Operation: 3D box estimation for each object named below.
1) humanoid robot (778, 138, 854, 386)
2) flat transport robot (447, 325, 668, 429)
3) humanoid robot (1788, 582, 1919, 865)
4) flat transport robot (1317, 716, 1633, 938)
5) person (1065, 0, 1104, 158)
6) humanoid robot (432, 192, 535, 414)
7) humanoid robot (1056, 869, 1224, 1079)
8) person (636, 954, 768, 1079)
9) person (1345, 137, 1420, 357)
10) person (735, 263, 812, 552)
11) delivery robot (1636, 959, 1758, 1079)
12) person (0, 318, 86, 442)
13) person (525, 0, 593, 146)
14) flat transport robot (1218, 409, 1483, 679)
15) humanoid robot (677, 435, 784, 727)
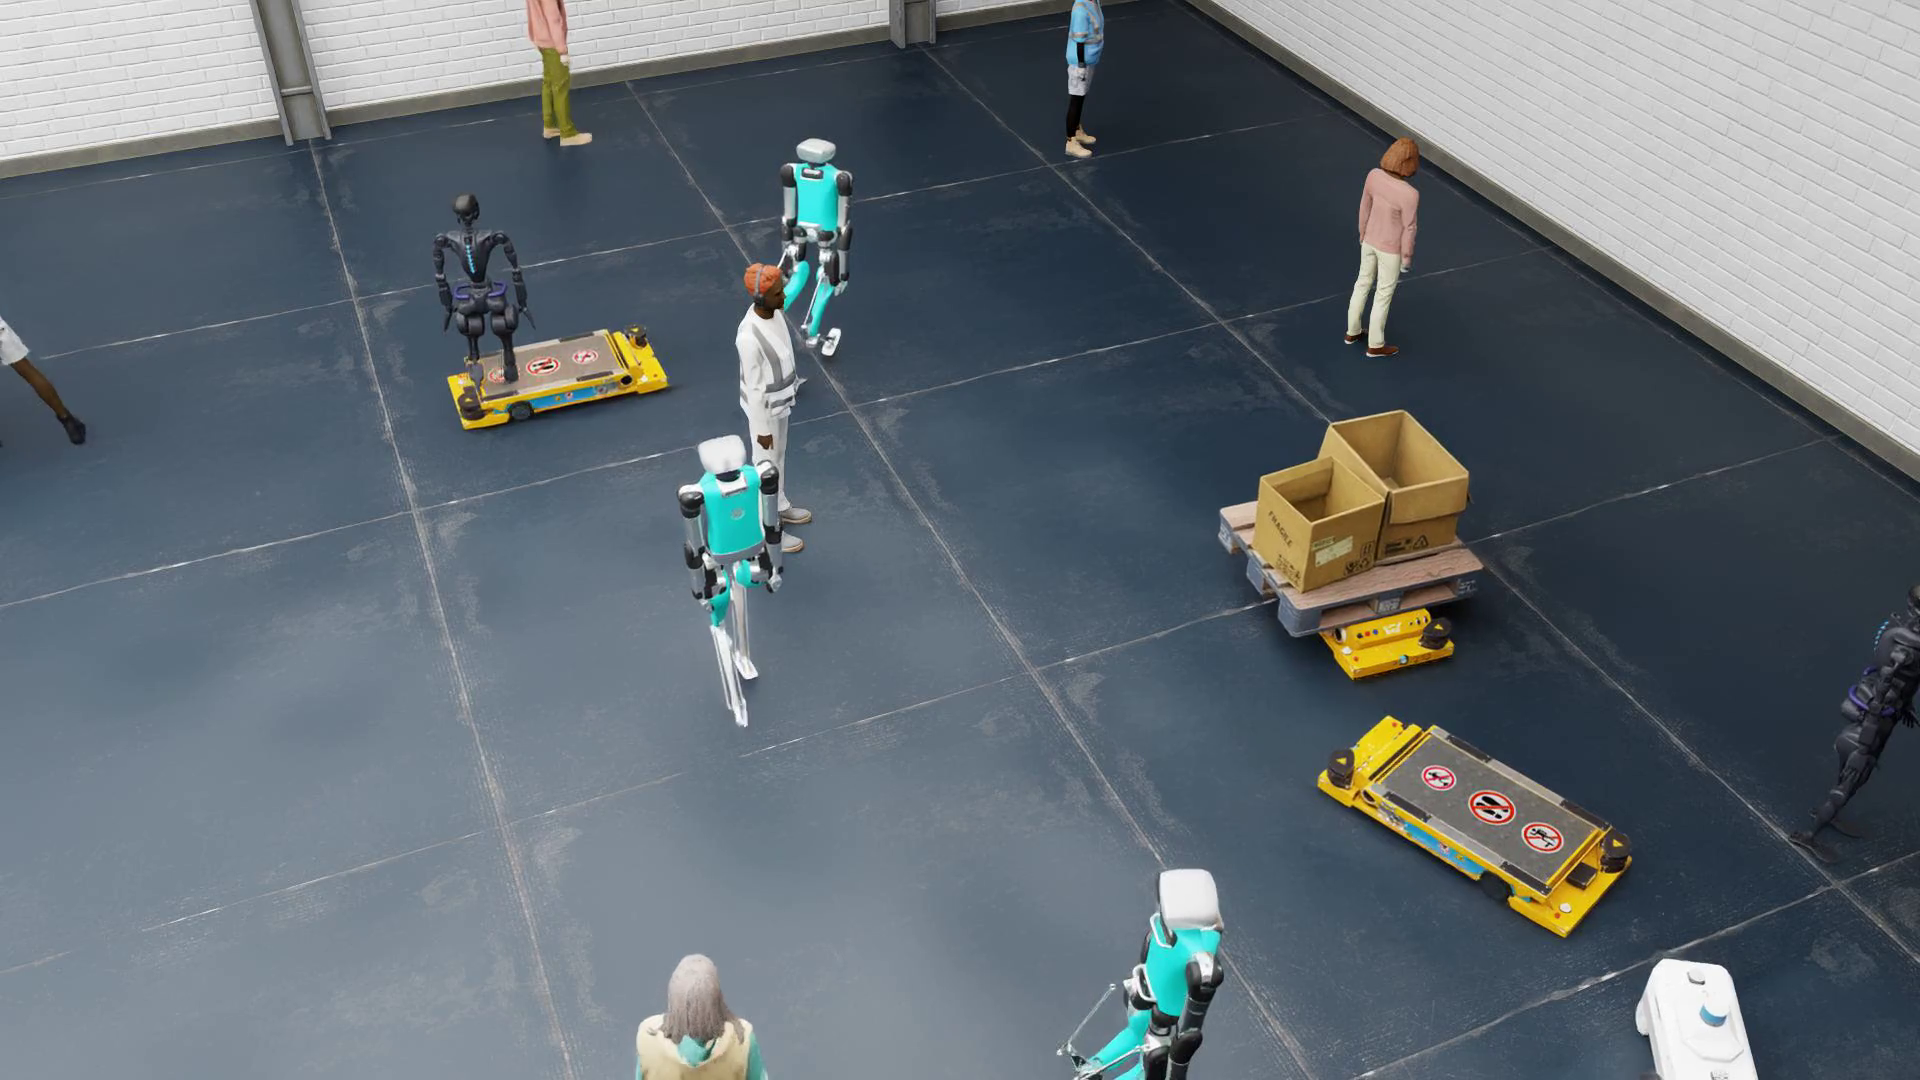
[{"bbox_3d":[-1.086,-1.789,11.418,0.542,1.710,1.052,14,40,17],"label":"humanoid robot"},{"bbox_3d":[-2.858,-1.161,11.784,1.431,0.231,0.659,-14,40,-18],"label":"flat transport robot"},{"bbox_3d":[4.419,0.863,7.990,0.322,1.653,0.596,31,47,34],"label":"humanoid robot"},{"bbox_3d":[2.606,1.396,8.456,1.431,0.231,0.659,31,47,34],"label":"flat transport robot"},{"bbox_3d":[1.096,-4.224,14.596,0.317,1.697,0.539,8,38,10],"label":"person"},{"bbox_3d":[-3.184,-1.569,11.155,0.608,1.647,0.337,-5,38,-6],"label":"humanoid robot"},{"bbox_3d":[0.506,1.984,6.514,0.922,1.789,0.547,-6,38,-8],"label":"humanoid robot"},{"bbox_3d":[-0.955,2.175,6.262,0.498,1.695,0.421,0,38,1],"label":"person"},{"bbox_3d":[3.034,-2.092,11.874,0.266,1.631,0.506,-20,42,-24],"label":"person"},{"bbox_3d":[-1.130,-0.803,9.994,0.354,1.884,0.572,5,38,7],"label":"person"},{"bbox_3d":[3.182,2.218,7.168,0.499,0.614,0.818,5,38,7],"label":"delivery robot"},{"bbox_3d":[-6.373,-1.403,10.787,0.844,1.886,0.601,10,39,13],"label":"person"},{"bbox_3d":[-3.612,-4.403,14.723,0.374,1.838,0.542,-21,42,-25],"label":"person"},{"bbox_3d":[2.298,0.251,9.946,0.659,0.231,1.431,-12,39,-15],"label":"flat transport robot"},{"bbox_3d":[-1.249,0.124,8.909,0.542,1.780,0.854,-17,41,-21],"label":"humanoid robot"}]
